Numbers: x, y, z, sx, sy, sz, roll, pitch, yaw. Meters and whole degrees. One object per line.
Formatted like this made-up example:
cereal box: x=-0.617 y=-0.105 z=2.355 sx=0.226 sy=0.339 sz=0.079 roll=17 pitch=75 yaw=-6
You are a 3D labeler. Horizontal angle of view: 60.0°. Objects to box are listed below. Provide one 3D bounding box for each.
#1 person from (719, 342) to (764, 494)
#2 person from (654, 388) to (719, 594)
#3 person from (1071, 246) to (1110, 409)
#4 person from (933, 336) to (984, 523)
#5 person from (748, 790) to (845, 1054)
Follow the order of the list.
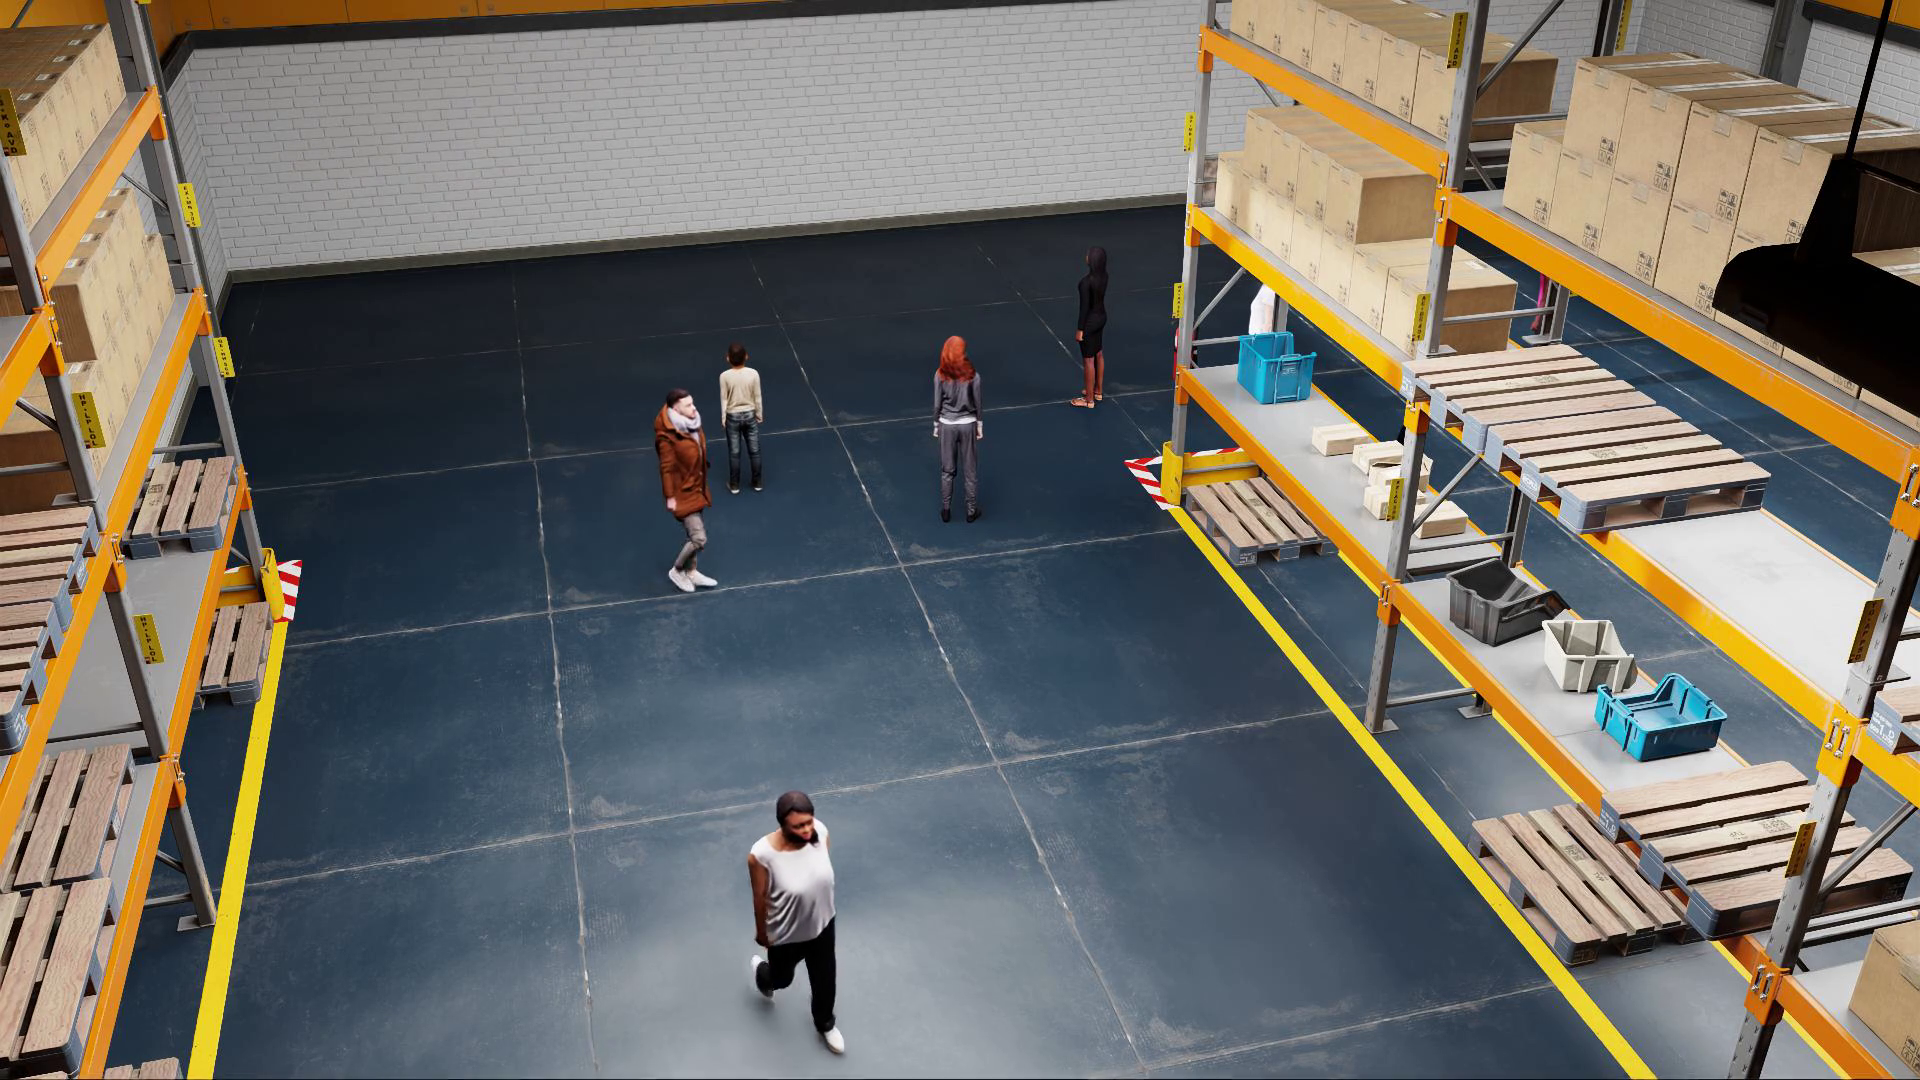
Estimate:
person: x=-2.032 y=-1.130 z=15.457 sx=0.531 sy=1.460 sz=0.494 roll=-8 pitch=30 yaw=-15
person: x=-2.333 y=-0.403 z=13.735 sx=0.898 sy=1.832 sz=0.795 roll=7 pitch=29 yaw=13
person: x=1.361 y=-2.216 z=17.175 sx=0.730 sy=1.720 sz=0.674 roll=16 pitch=32 yaw=27
person: x=-0.020 y=-0.987 z=14.859 sx=0.653 sy=1.781 sz=0.616 roll=3 pitch=29 yaw=5
person: x=-0.929 y=2.092 z=9.333 sx=0.871 sy=1.666 sz=1.066 roll=-20 pitch=34 yaw=-32
